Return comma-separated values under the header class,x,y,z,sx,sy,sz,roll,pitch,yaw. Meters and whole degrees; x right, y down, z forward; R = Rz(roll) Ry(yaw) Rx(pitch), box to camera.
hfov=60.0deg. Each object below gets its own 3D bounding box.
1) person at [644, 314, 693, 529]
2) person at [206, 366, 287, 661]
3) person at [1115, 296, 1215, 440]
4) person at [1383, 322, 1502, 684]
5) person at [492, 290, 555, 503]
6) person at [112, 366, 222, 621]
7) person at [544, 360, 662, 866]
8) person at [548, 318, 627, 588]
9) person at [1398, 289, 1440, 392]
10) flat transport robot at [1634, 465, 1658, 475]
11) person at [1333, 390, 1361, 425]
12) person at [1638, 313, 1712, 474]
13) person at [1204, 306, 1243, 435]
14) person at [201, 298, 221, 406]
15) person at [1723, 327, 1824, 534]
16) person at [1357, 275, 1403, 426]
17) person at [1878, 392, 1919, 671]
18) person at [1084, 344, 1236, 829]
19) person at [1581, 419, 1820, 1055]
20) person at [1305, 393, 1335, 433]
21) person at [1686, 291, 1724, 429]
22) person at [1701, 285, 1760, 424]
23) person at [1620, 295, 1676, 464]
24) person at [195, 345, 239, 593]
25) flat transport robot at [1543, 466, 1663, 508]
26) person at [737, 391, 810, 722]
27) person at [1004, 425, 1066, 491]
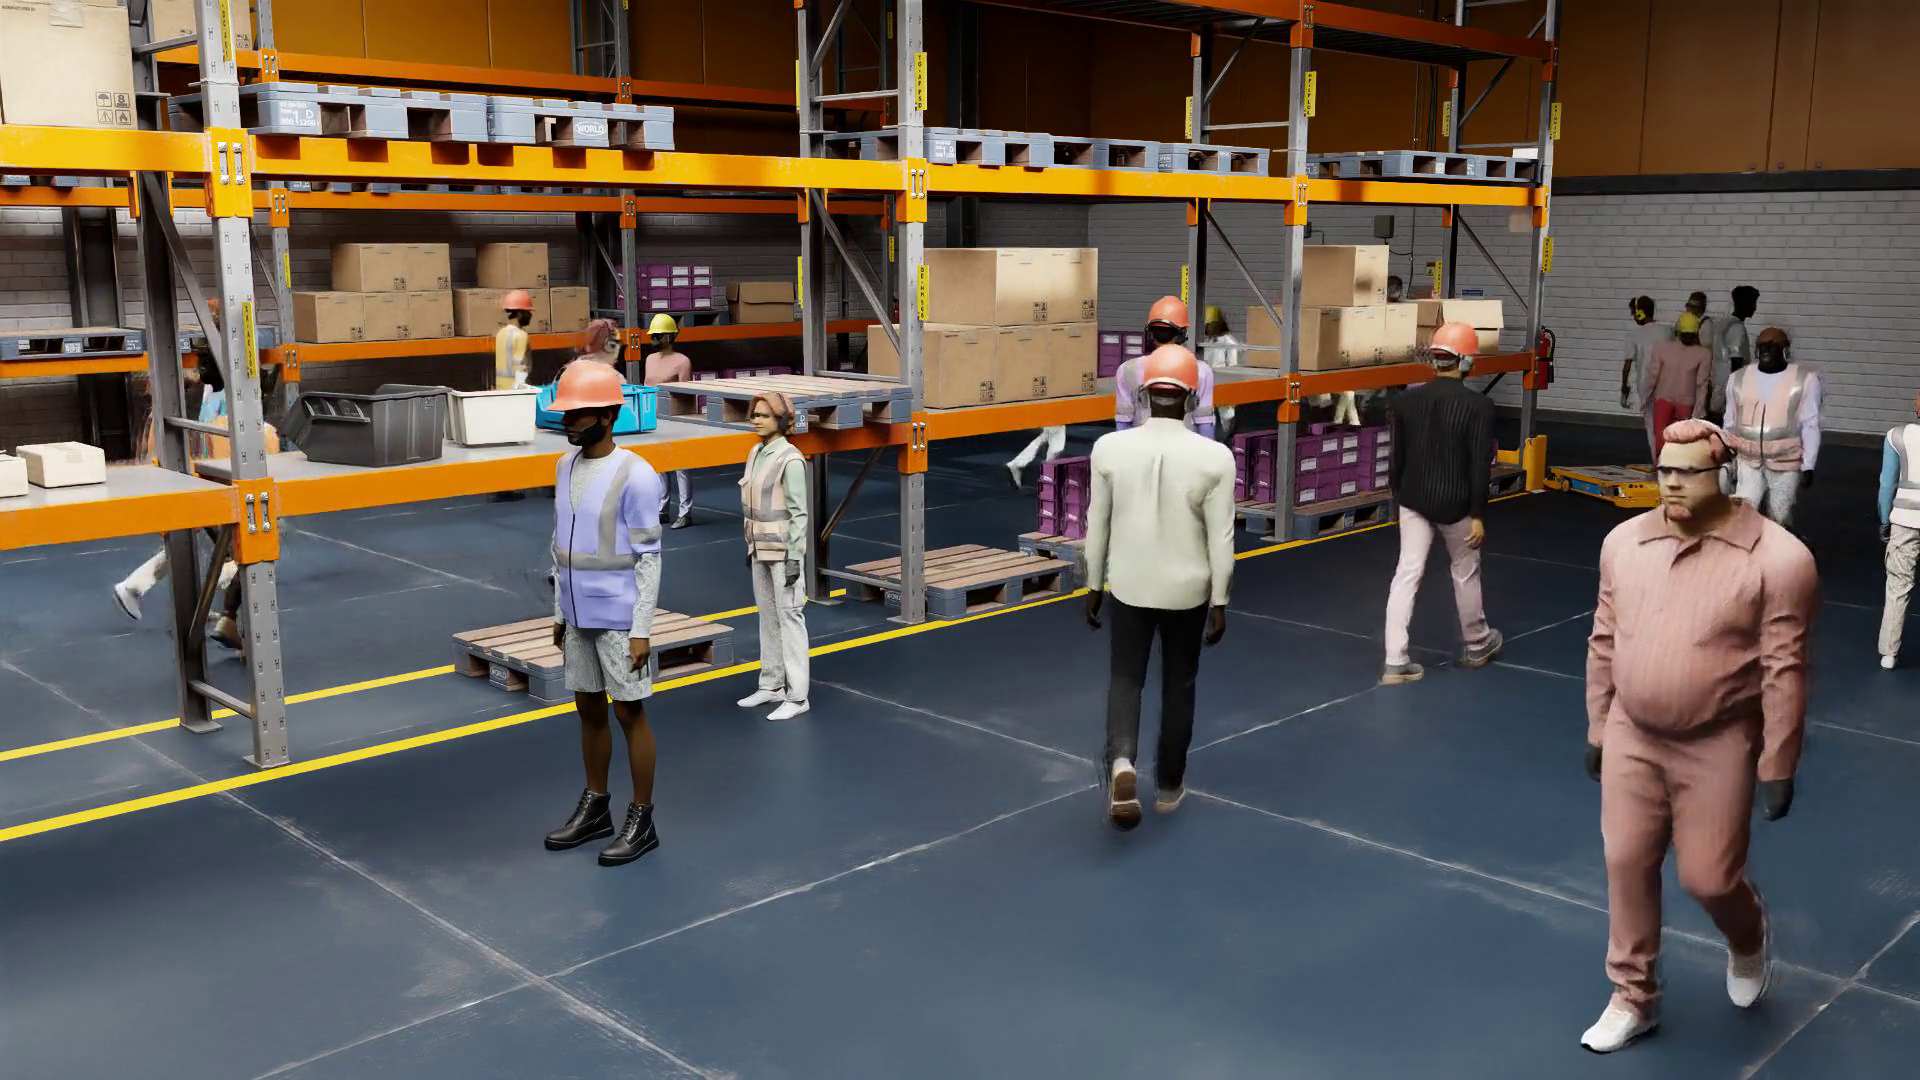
class,x,y,z,sx,sy,sz,roll,pitch,yaw
person,-2.413,-0.971,13.690,0.522,1.768,0.312,7,13,34
person,-4.039,-0.146,9.423,0.554,1.673,0.377,5,12,27
person,1.236,-0.442,10.045,0.605,2.045,0.376,3,11,18
person,2.645,-0.212,9.074,1.012,1.937,0.644,-10,14,-44
person,-3.904,-1.303,15.121,0.902,1.900,0.575,-9,13,-39
person,-4.898,-0.260,10.219,0.553,1.610,0.566,-5,12,-26
person,-1.384,0.280,6.395,0.542,1.939,0.359,8,13,36
person,-2.295,-0.456,10.551,0.462,1.888,0.669,-9,13,-39
person,4.849,-1.628,17.014,0.814,1.864,0.687,-1,10,-6
flat transport robot,6.977,-0.585,15.662,1.431,0.197,0.652,-2,11,-10
person,4.656,-1.984,19.669,0.522,1.583,0.838,-5,11,-24
person,6.641,-1.265,15.476,0.586,1.689,0.939,3,11,16
person,2.628,-1.473,16.563,0.784,1.705,0.533,-8,13,-38
person,-6.743,-1.282,15.201,0.600,1.829,0.980,10,15,44
person,5.512,-0.549,11.318,0.635,1.805,0.940,7,13,35
person,5.228,-2.289,20.434,0.644,1.927,0.617,-5,11,-25
person,5.293,-0.067,9.097,0.513,1.642,0.311,10,14,43
person,0.797,0.201,6.732,0.624,1.977,0.766,3,11,14
person,2.166,0.575,4.929,0.648,1.884,0.656,-9,14,-40
person,3.733,-1.698,17.279,0.404,1.909,0.540,2,11,13
person,8.459,-1.956,19.054,0.939,1.782,0.561,-3,11,-15
person,7.798,-1.643,16.991,0.995,1.908,0.616,3,11,18
person,6.658,-1.439,16.054,0.567,1.824,0.606,-1,10,-6
person,-4.958,-0.469,11.163,0.426,1.679,0.542,-10,14,-43
flat transport robot,6.009,-0.503,15.219,0.652,0.197,1.431,-2,11,-11
person,-0.924,0.073,8.322,0.306,1.645,0.522,-7,12,-33
person,0.796,-1.299,15.127,0.634,1.892,0.641,-3,11,-15
